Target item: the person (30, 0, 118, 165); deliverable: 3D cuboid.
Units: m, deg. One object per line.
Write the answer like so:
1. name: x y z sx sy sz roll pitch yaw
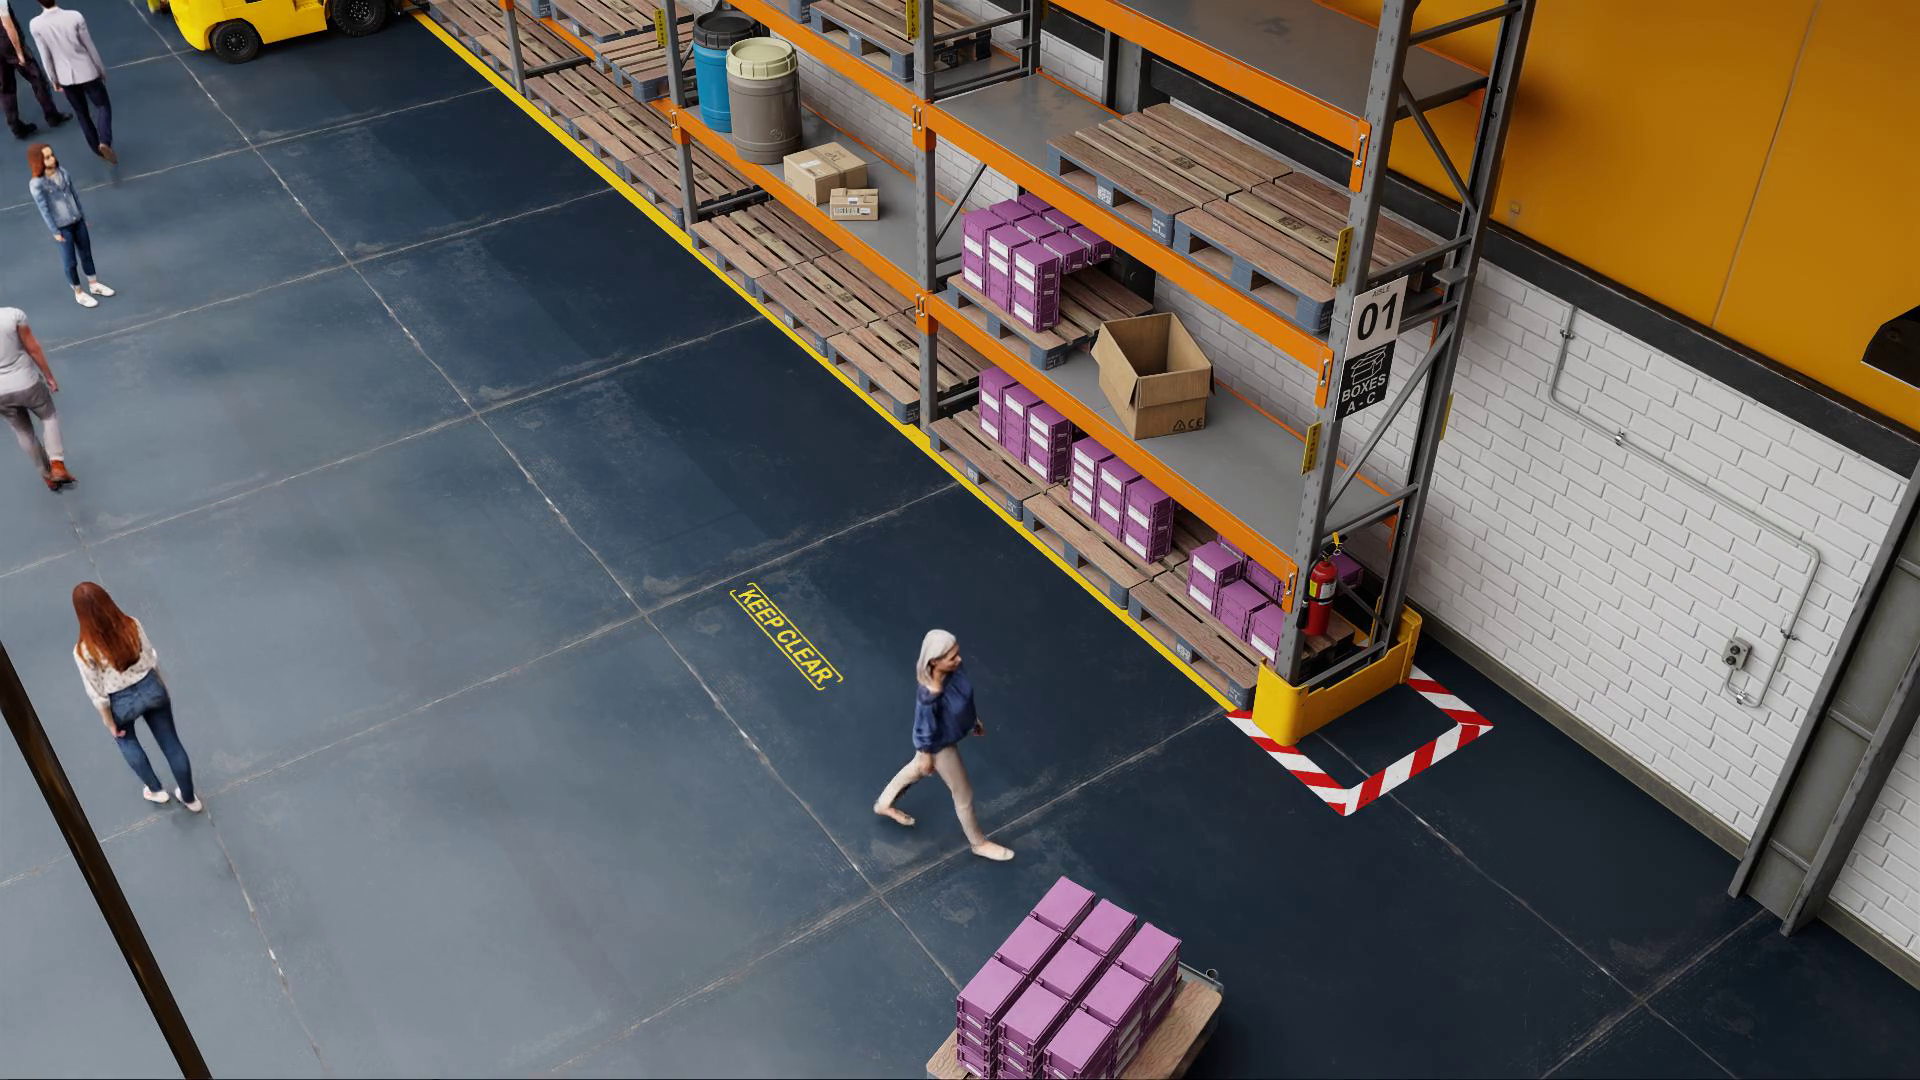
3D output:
1. person: -8.710 -4.561 16.416 0.842 1.832 1.034 -12 40 -15

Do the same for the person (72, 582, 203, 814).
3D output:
1. person: -4.713 0.965 9.592 0.634 1.714 0.679 -30 48 -32

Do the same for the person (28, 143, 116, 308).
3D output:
1. person: -7.766 -2.751 14.435 0.659 1.476 0.630 14 41 17

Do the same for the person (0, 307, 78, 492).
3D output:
1. person: -6.847 -1.075 12.064 0.749 1.816 0.807 -18 42 -21

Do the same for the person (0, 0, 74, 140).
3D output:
1. person: -9.786 -4.969 16.934 0.939 1.824 0.979 10 40 13

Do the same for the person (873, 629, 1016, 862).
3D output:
1. person: -0.195 1.126 9.435 1.180 1.658 1.084 9 40 11
